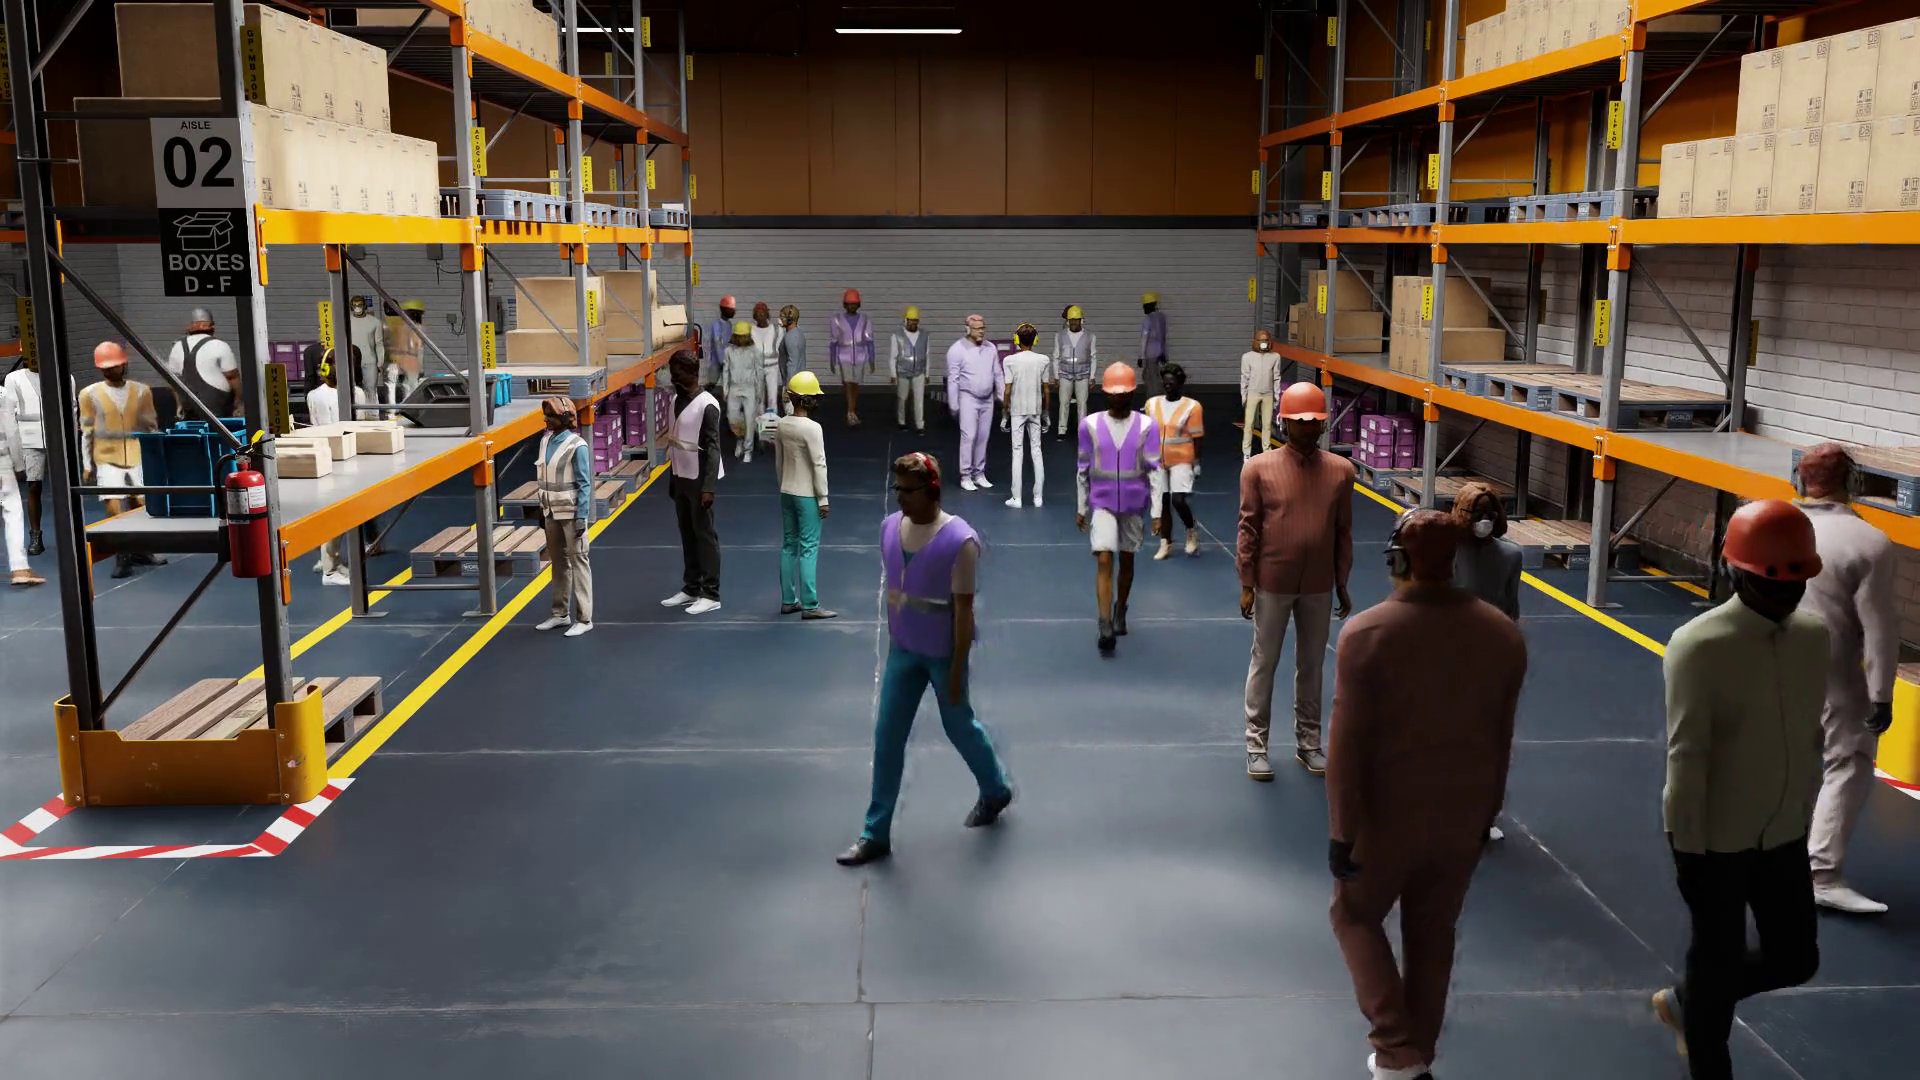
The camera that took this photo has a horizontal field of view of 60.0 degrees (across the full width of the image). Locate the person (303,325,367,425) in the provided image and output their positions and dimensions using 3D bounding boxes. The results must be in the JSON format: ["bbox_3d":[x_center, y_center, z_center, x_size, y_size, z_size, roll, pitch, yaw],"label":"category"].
[{"bbox_3d":[-6.432,-1.380,17.164,0.612,1.995,0.382,-9,14,-41],"label":"person"}]

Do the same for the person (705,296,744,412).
[{"bbox_3d":[-3.491,-2.640,24.534,1.017,1.875,0.630,4,11,22],"label":"person"}]

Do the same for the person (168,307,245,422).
[{"bbox_3d":[-7.876,-1.487,17.633,0.707,2.000,0.919,4,11,20],"label":"person"}]

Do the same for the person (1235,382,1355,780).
[{"bbox_3d":[1.679,0.206,8.330,0.608,1.995,0.376,-2,10,-11],"label":"person"}]

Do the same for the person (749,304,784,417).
[{"bbox_3d":[-2.662,-2.267,22.541,0.592,1.835,0.973,-1,10,-3],"label":"person"}]

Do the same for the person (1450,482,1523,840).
[{"bbox_3d":[2.269,0.547,7.432,0.507,1.633,0.276,-2,10,-13],"label":"person"}]

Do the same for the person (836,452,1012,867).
[{"bbox_3d":[-0.112,0.487,7.358,0.576,1.791,0.986,9,13,40],"label":"person"}]

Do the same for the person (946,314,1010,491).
[{"bbox_3d":[0.184,-1.495,18.060,0.661,1.900,0.439,-8,13,-38],"label":"person"}]

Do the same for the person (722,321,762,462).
[{"bbox_3d":[-2.651,-1.812,20.317,0.502,1.729,0.439,1,10,5],"label":"person"}]

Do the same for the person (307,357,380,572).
[{"bbox_3d":[-5.134,-0.684,13.824,0.515,1.811,0.918,0,10,2],"label":"person"}]

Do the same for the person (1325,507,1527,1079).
[{"bbox_3d":[1.405,0.843,5.124,0.660,1.879,0.439,-2,10,-13],"label":"person"}]

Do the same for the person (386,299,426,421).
[{"bbox_3d":[-7.666,-2.384,23.064,0.630,1.886,0.736,9,14,42],"label":"person"}]

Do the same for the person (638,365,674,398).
[{"bbox_3d":[-4.698,-2.829,25.541,0.657,1.888,0.934,10,14,44],"label":"person"}]

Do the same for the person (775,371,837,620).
[{"bbox_3d":[-1.108,-0.317,11.879,0.310,1.768,0.533,-9,13,-40],"label":"person"}]

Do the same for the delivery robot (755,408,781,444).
[{"bbox_3d":[-2.434,-1.449,21.297,0.477,0.478,0.707,-2,10,-12],"label":"delivery robot"}]

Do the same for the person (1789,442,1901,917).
[{"bbox_3d":[3.521,0.552,6.791,0.488,1.872,0.800,-6,12,-29],"label":"person"}]

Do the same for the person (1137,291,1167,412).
[{"bbox_3d":[2.949,-2.915,25.944,0.672,1.902,0.608,7,12,35],"label":"person"}]

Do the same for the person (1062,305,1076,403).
[{"bbox_3d":[1.821,-3.102,27.768,0.269,1.631,0.511,2,10,9],"label":"person"}]

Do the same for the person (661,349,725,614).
[{"bbox_3d":[-1.931,-0.429,12.094,0.392,1.914,0.587,-8,13,-37],"label":"person"}]

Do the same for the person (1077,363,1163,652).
[{"bbox_3d":[1.059,-0.224,11.019,0.569,1.882,0.977,1,10,4],"label":"person"}]

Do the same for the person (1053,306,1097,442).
[{"bbox_3d":[1.537,-2.215,22.262,0.591,1.834,0.404,2,10,8],"label":"person"}]

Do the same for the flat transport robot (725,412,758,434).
[{"bbox_3d":[-2.930,-1.671,23.585,0.652,0.197,1.431,-3,11,-14],"label":"flat transport robot"}]

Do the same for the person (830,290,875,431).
[{"bbox_3d":[-1.531,-2.577,23.834,0.619,1.989,1.057,-3,11,-15],"label":"person"}]

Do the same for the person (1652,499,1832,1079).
[{"bbox_3d":[2.288,0.834,4.921,0.614,1.966,0.523,-4,11,-21],"label":"person"}]

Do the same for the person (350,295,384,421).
[{"bbox_3d":[-8.435,-2.483,23.464,0.630,1.940,0.373,-3,11,-17],"label":"person"}]

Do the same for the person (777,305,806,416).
[{"bbox_3d":[-2.005,-1.824,19.796,0.372,1.940,0.630,0,10,0],"label":"person"}]

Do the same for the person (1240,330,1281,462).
[{"bbox_3d":[3.650,-1.743,20.224,0.504,1.626,0.284,-1,10,-8],"label":"person"}]

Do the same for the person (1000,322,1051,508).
[{"bbox_3d":[0.661,-1.259,16.837,0.532,1.871,0.319,-3,11,-15],"label":"person"}]

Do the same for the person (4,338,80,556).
[{"bbox_3d":[-7.866,-0.836,14.291,0.545,1.938,0.359,-5,11,-25],"label":"person"}]

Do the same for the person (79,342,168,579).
[{"bbox_3d":[-6.773,-0.659,13.472,0.605,1.901,0.606,-9,13,-40],"label":"person"}]

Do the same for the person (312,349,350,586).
[{"bbox_3d":[-4.896,-0.578,13.063,0.323,1.863,0.518,-2,10,-10],"label":"person"}]

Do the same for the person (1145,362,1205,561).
[{"bbox_3d":[1.775,-0.649,13.961,0.541,1.688,0.369,7,12,35],"label":"person"}]

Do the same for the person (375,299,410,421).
[{"bbox_3d":[-8.450,-2.684,24.863,0.639,1.839,0.428,-9,13,-40],"label":"person"}]

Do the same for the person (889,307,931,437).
[{"bbox_3d":[-0.699,-2.360,23.193,0.601,1.792,0.906,-3,11,-15],"label":"person"}]

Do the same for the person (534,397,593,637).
[{"bbox_3d":[-2.706,-0.163,11.373,0.511,1.641,0.308,9,13,40],"label":"person"}]

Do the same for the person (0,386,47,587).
[{"bbox_3d":[-7.530,-0.542,12.878,0.806,1.865,0.545,0,10,0],"label":"person"}]
